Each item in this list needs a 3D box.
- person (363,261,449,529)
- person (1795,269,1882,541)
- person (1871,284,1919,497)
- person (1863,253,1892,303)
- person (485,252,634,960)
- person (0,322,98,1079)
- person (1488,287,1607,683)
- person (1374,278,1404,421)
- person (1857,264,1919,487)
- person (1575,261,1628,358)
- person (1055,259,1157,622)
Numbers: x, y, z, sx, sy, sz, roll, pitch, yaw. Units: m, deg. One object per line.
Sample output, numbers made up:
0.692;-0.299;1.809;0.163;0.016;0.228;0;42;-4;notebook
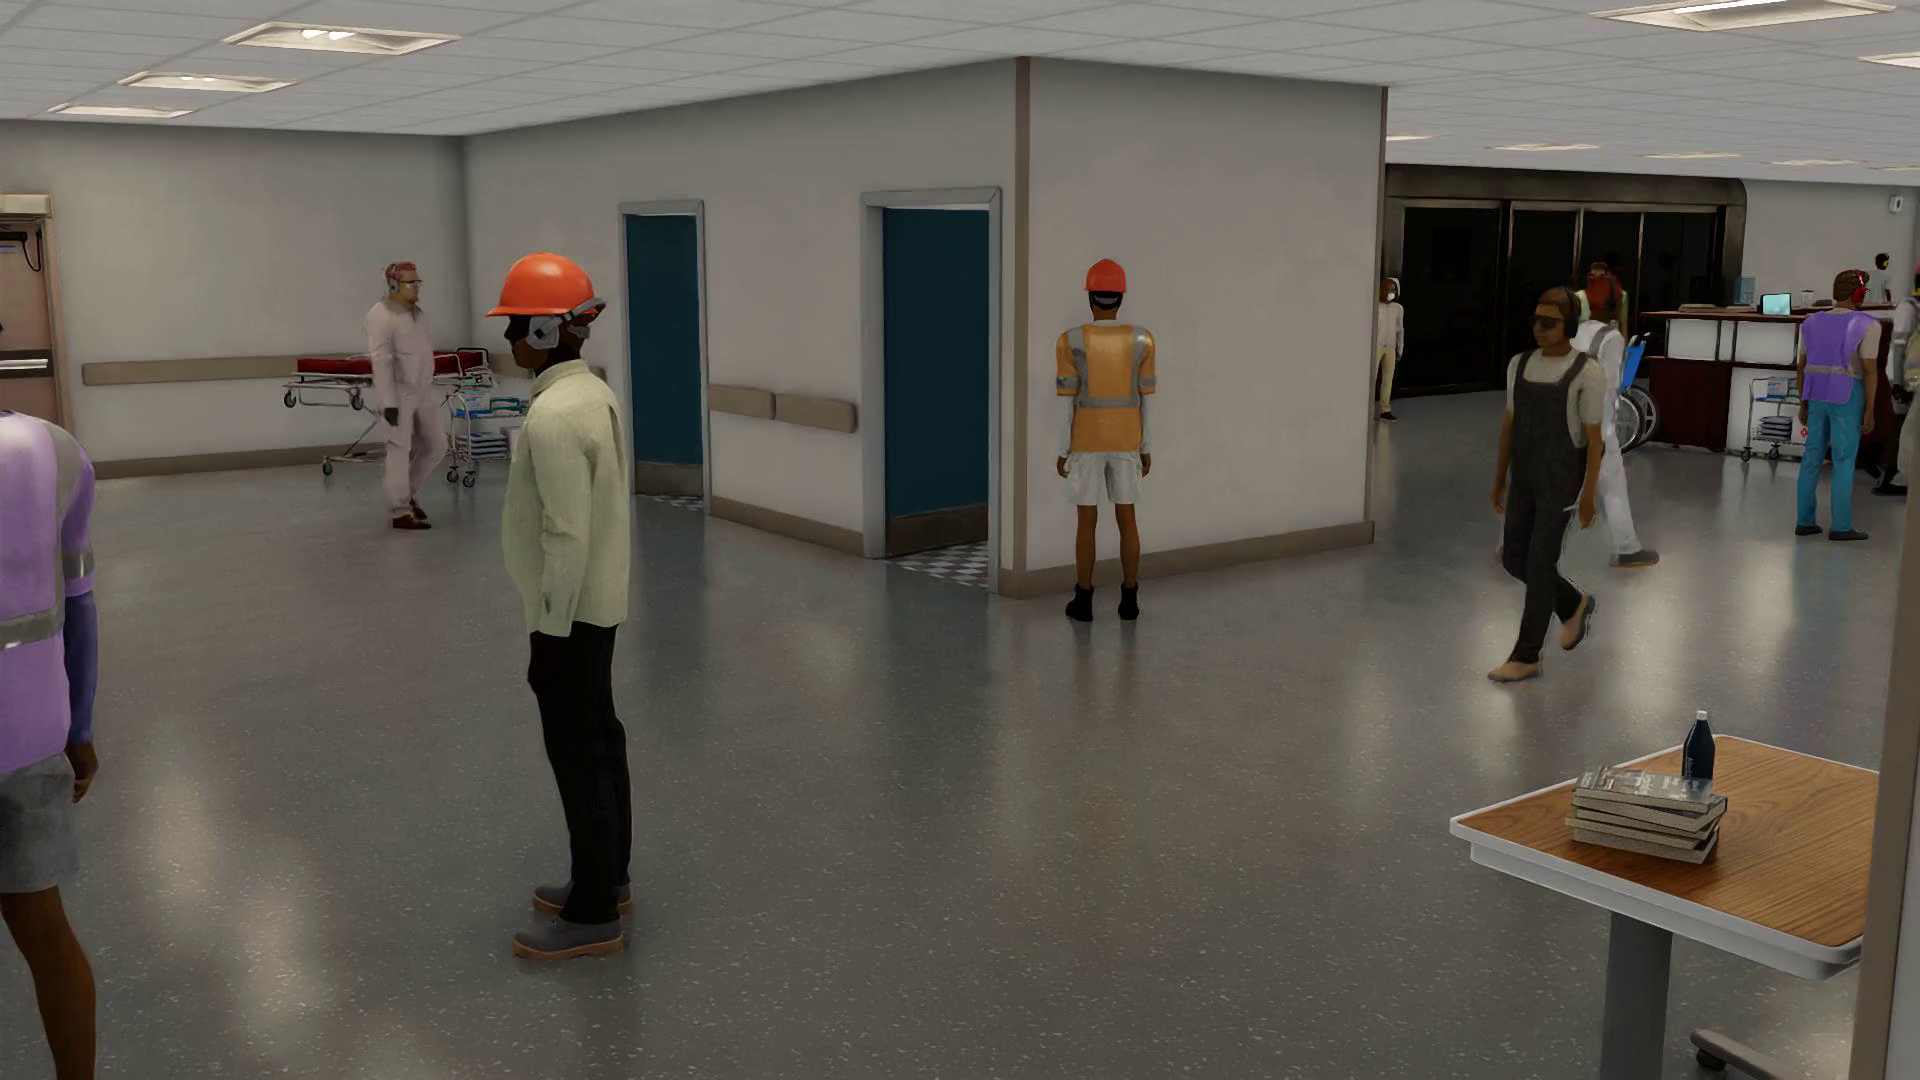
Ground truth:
-3.901;-1.010;11.758;0.417;1.896;0.642;3;11;18;person
5.978;-0.918;11.378;0.389;1.845;0.564;-5;11;-26;person
7.791;-1.223;13.220;0.793;1.798;0.575;3;11;17;person
15.535;-3.932;28.231;0.321;1.861;0.526;-6;12;-31;person
-1.124;0.190;4.747;0.384;1.993;0.623;0;10;-2;person
-2.052;0.413;3.425;0.408;2.029;0.611;3;11;16;person
2.768;-0.265;7.765;0.704;1.831;0.522;-6;12;-31;person
4.843;-2.172;19.029;0.504;1.627;0.285;-3;11;-16;person
7.784;-1.359;13.687;0.633;1.907;0.578;-9;14;-42;person
6.700;-2.007;17.509;0.598;1.828;0.457;7;12;34;person
0.769;-0.524;8.906;0.543;1.938;0.357;-1;10;-6;person
